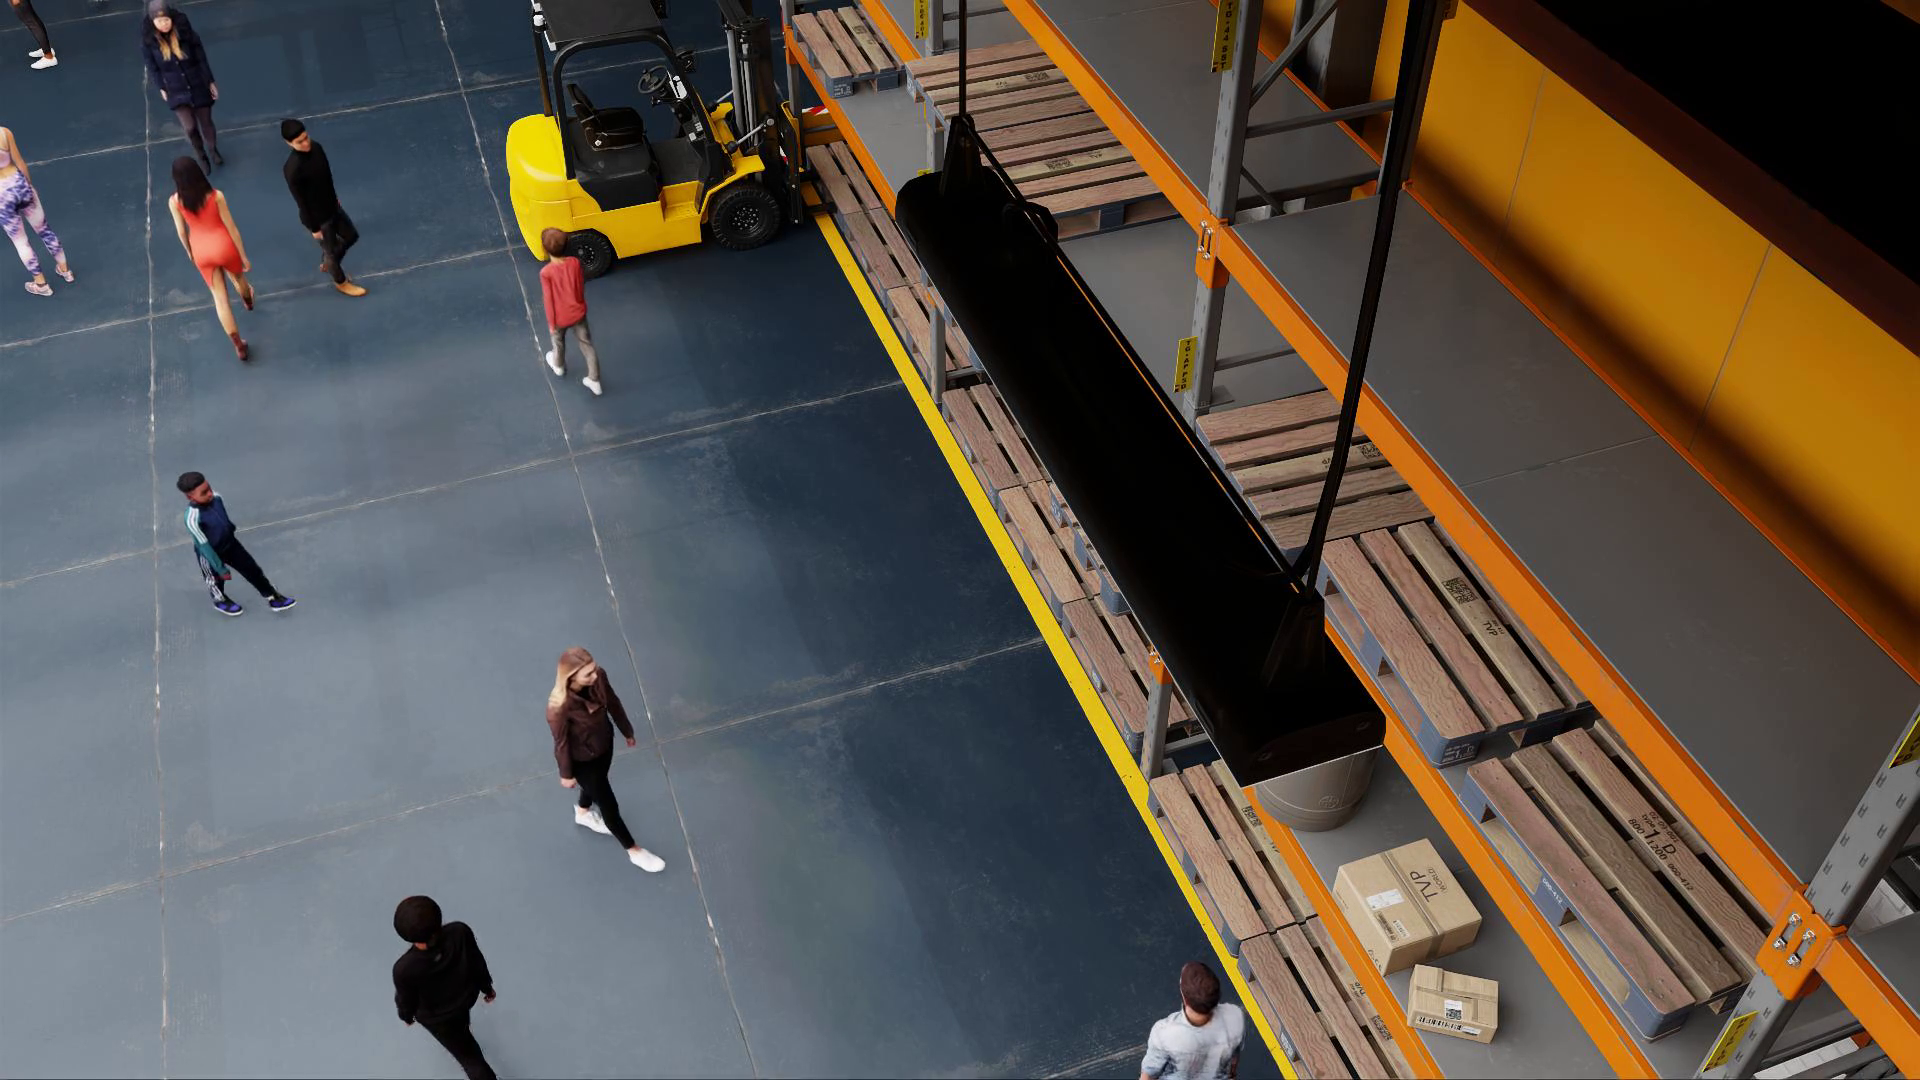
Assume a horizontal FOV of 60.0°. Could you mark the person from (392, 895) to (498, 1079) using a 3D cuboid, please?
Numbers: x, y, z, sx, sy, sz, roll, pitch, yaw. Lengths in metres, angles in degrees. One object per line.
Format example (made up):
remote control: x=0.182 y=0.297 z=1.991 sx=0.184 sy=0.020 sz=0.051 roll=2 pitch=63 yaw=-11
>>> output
person: x=-2.513 y=2.373 z=8.338 sx=1.160 sy=1.639 sz=0.930 roll=34 pitch=53 yaw=30

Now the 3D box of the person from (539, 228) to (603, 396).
person: x=-2.985 y=-1.713 z=12.807 sx=0.723 sy=1.391 sz=0.927 roll=-28 pitch=50 yaw=-26

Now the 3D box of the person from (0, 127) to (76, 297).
person: x=-7.810 y=-2.830 z=13.708 sx=0.722 sy=1.765 sz=0.689 roll=25 pitch=49 yaw=24

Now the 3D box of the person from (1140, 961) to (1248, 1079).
person: x=1.127 y=2.620 z=7.933 sx=0.744 sy=1.841 sz=0.913 roll=-9 pitch=44 yaw=-9

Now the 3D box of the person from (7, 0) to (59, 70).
person: x=-9.459 y=-5.549 z=16.649 sx=0.642 sy=1.645 sz=0.485 roll=-18 pitch=46 yaw=-18

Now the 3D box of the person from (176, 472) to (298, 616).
person: x=-4.993 y=0.041 z=11.082 sx=0.861 sy=1.230 sz=0.840 roll=13 pitch=45 yaw=13

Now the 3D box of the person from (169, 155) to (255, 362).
person: x=-5.859 y=-2.180 z=13.101 sx=0.608 sy=1.662 sz=1.118 roll=-13 pitch=45 yaw=-14

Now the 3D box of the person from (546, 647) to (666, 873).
person: x=-2.167 y=1.188 z=9.557 sx=1.049 sy=1.675 sz=0.978 roll=20 pitch=47 yaw=20

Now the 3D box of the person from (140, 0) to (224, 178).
person: x=-7.080 y=-4.185 z=15.207 sx=0.712 sy=1.660 sz=0.723 roll=-22 pitch=48 yaw=-22

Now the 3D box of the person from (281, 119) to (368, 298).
person: x=-5.306 y=-2.727 z=13.642 sx=0.872 sy=1.708 sz=0.781 roll=7 pitch=44 yaw=8
